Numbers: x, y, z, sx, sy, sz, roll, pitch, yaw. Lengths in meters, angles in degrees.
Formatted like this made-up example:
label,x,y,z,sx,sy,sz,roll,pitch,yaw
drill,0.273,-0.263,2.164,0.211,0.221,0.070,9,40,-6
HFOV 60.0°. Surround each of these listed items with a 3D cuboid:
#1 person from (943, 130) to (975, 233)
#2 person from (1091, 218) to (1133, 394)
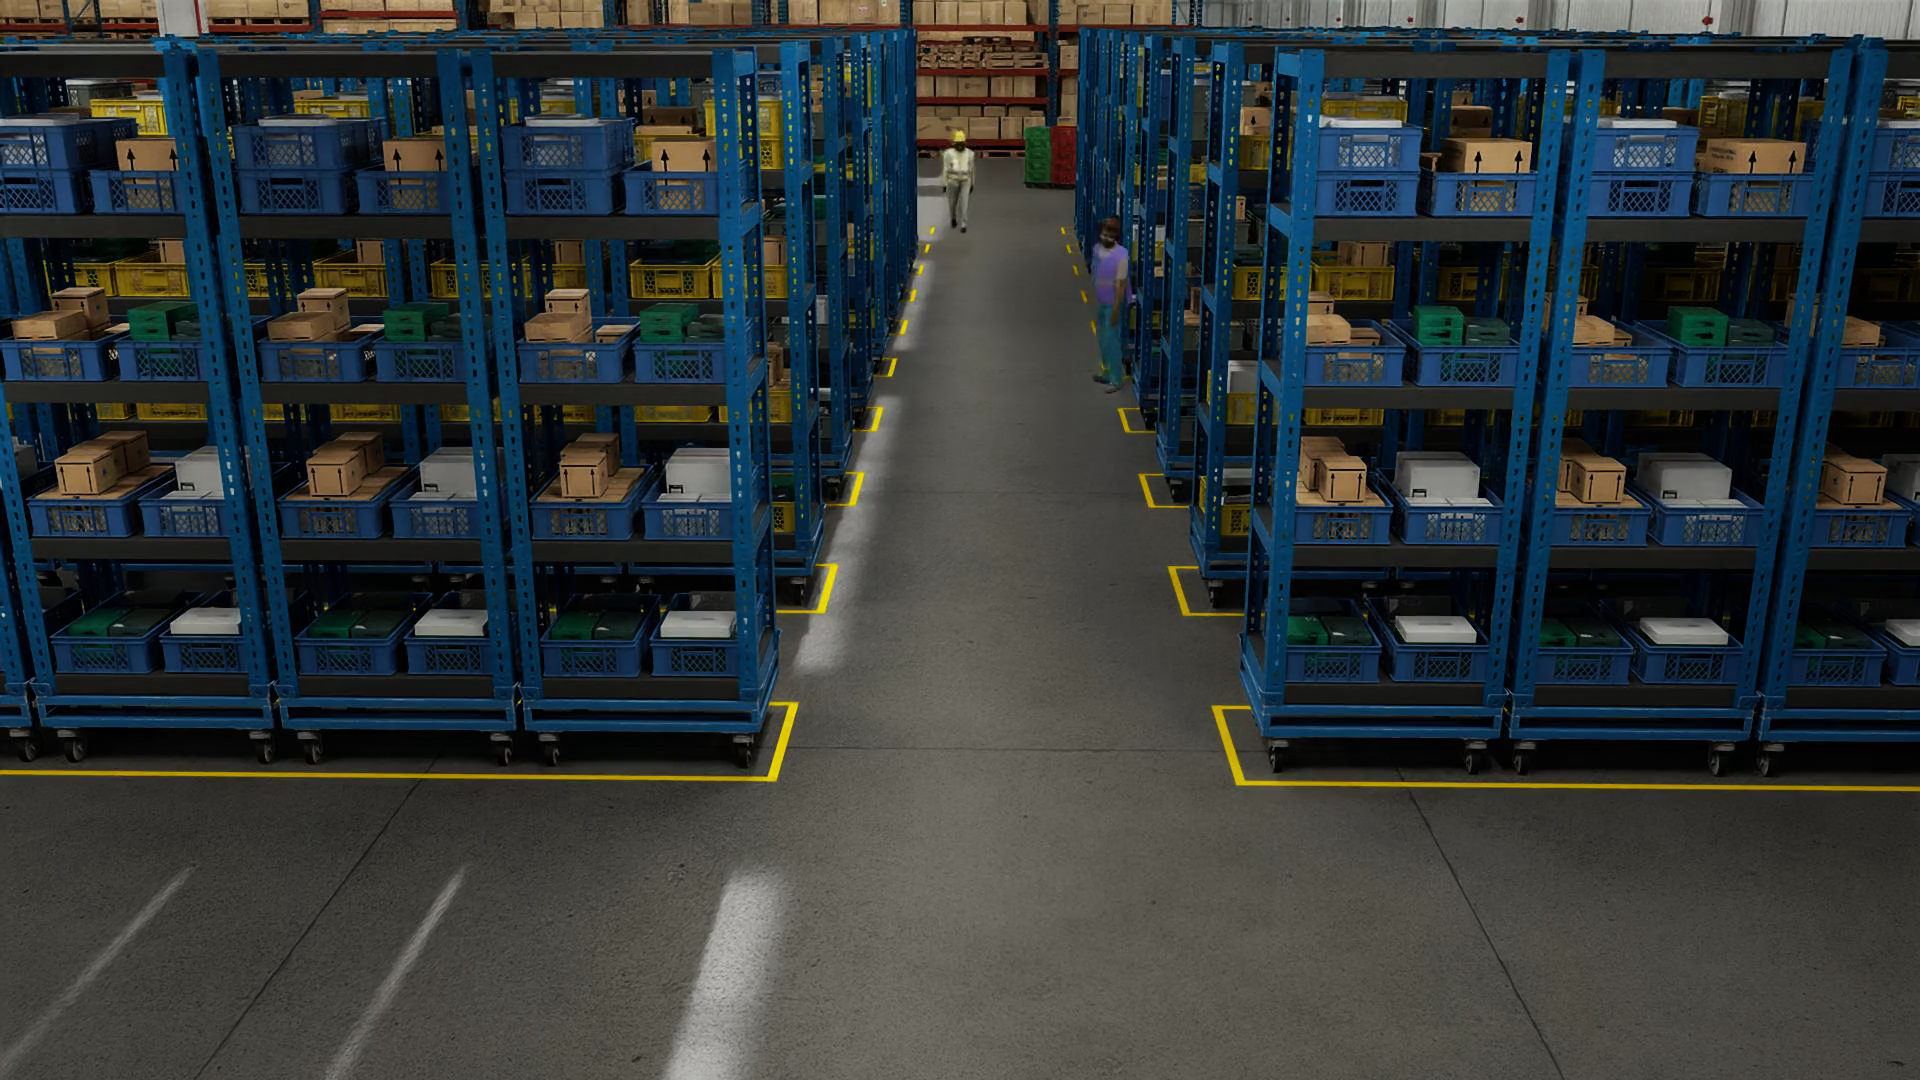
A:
label,x,y,z,sx,sy,sz,roll,pitch,yaw
person,-0.018,-6.499,30.111,0.598,1.814,0.753,-1,17,-4
person,1.527,-2.427,17.149,0.430,1.802,0.731,-7,19,-21
